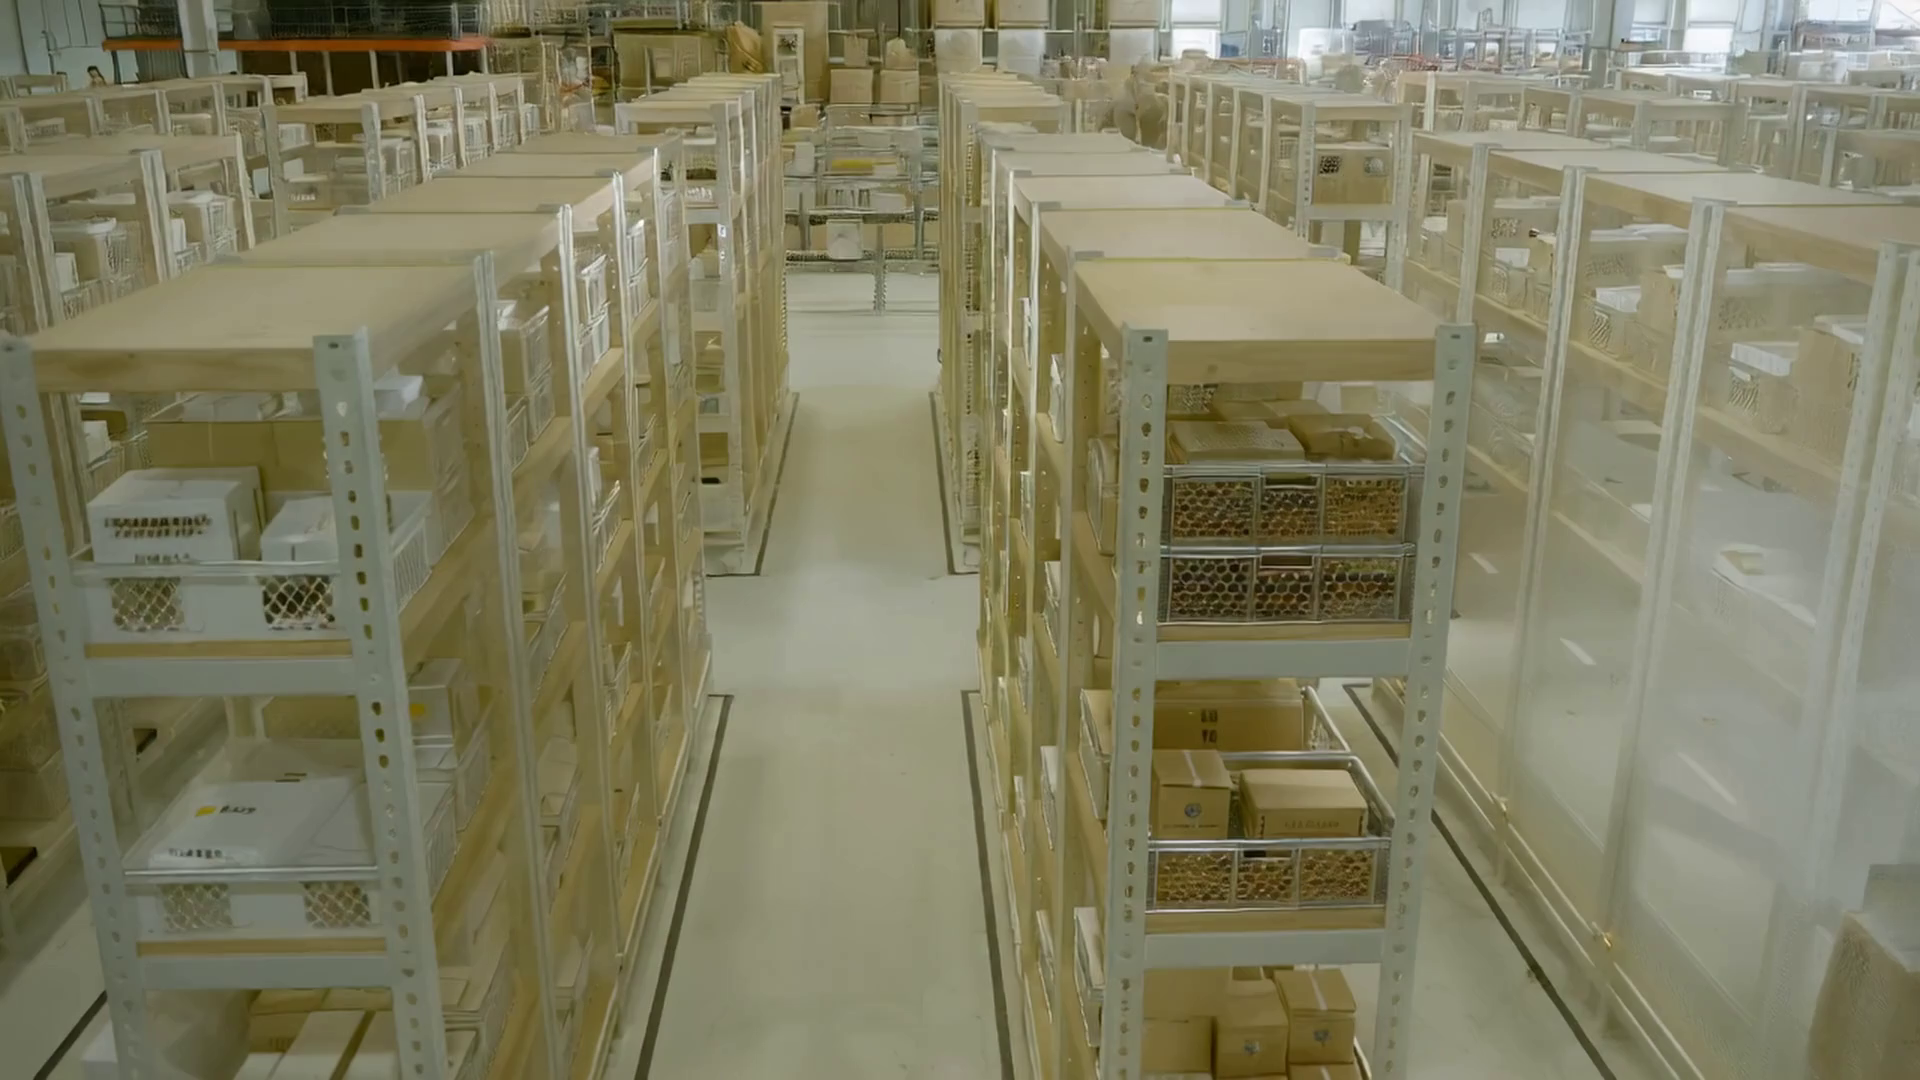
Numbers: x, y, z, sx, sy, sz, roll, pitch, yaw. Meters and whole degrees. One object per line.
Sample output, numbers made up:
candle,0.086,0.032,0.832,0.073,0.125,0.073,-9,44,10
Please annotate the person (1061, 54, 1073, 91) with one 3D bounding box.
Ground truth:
person,5.372,-23.563,83.842,0.621,1.845,0.429,6,19,18

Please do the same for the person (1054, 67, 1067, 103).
person,3.974,-17.324,64.437,0.870,1.903,0.561,-7,19,-21

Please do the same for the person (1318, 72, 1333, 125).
person,13.191,-15.962,60.237,0.932,1.891,0.561,8,19,22

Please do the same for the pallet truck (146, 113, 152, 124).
pallet truck,-18.087,-8.309,36.390,1.885,1.965,0.823,-1,18,-4

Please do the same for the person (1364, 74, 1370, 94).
person,14.551,-15.694,59.459,0.315,1.863,0.534,-1,18,-2

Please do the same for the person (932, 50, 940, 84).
person,-1.313,-26.052,91.572,0.429,1.830,0.639,-3,18,-8

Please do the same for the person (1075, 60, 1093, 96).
person,6.000,-22.127,79.636,0.922,1.690,0.503,13,22,35

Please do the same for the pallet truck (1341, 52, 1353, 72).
pallet truck,18.794,-23.123,82.231,0.823,1.965,1.885,-13,22,-35

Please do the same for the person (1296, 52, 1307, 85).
person,17.064,-23.377,83.123,0.370,1.934,0.627,-16,24,-41

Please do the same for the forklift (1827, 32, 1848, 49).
forklift,46.023,-25.321,87.619,1.129,2.768,1.873,-1,18,-2

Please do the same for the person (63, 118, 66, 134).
person,-22.988,-10.172,42.300,0.651,1.906,0.403,-9,20,-25

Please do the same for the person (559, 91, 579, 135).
person,-10.535,-11.042,44.773,0.615,2.042,0.375,9,20,25

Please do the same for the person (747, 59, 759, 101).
person,-9.275,-20.643,74.741,0.575,1.883,0.355,2,18,6

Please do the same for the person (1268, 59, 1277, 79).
person,15.108,-22.398,80.487,0.531,1.689,0.322,-15,23,-39

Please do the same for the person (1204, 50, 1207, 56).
person,12.878,-24.703,87.270,0.809,1.896,0.600,7,19,22

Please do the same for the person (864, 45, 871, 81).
person,-5.250,-27.094,94.526,0.395,1.992,0.623,-9,20,-27

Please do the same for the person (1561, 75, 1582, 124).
person,20.175,-14.307,54.882,0.683,2.000,0.536,11,21,30

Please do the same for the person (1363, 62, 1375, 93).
person,17.615,-19.599,71.561,0.410,1.852,0.559,-6,19,-18

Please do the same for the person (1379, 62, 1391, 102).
person,18.470,-19.886,72.521,0.924,1.801,0.542,8,20,24

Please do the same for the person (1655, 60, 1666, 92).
person,31.331,-20.476,74.239,0.437,1.867,0.577,-2,18,-7

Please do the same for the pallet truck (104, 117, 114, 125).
pallet truck,-18.367,-7.885,35.078,1.885,1.965,0.823,1,18,2

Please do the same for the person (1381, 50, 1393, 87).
person,22.457,-24.853,87.751,0.850,1.908,0.551,7,19,21

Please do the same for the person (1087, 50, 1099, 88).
person,6.979,-24.703,87.230,0.655,1.928,0.529,4,18,11

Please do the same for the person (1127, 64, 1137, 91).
person,6.960,-18.317,67.481,0.385,1.921,0.596,-9,20,-27

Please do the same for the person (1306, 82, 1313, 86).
person,11.934,-14.857,57.146,0.320,1.694,0.533,4,18,13

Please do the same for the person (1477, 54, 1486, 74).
person,25.285,-22.663,80.957,0.759,1.905,0.588,9,20,25

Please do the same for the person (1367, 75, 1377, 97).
person,14.200,-15.117,57.602,1.015,1.916,0.613,0,18,0
